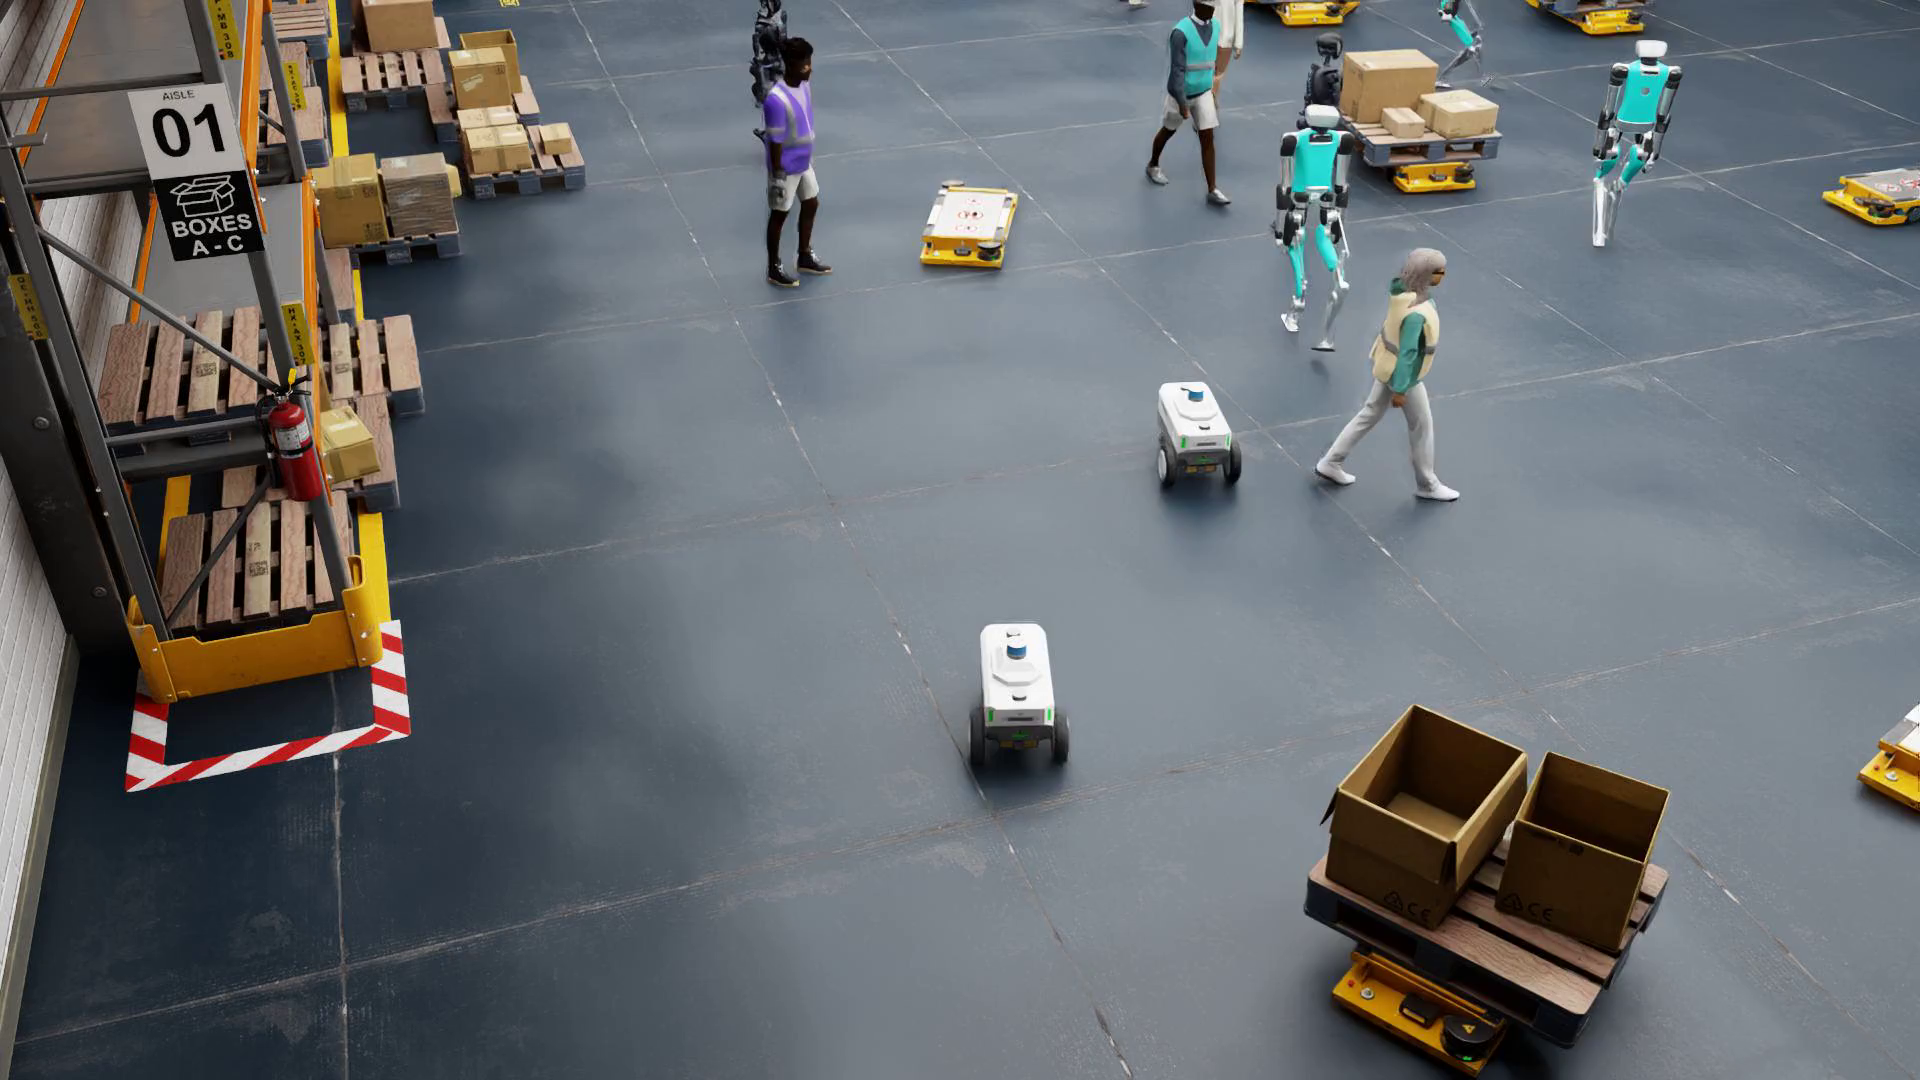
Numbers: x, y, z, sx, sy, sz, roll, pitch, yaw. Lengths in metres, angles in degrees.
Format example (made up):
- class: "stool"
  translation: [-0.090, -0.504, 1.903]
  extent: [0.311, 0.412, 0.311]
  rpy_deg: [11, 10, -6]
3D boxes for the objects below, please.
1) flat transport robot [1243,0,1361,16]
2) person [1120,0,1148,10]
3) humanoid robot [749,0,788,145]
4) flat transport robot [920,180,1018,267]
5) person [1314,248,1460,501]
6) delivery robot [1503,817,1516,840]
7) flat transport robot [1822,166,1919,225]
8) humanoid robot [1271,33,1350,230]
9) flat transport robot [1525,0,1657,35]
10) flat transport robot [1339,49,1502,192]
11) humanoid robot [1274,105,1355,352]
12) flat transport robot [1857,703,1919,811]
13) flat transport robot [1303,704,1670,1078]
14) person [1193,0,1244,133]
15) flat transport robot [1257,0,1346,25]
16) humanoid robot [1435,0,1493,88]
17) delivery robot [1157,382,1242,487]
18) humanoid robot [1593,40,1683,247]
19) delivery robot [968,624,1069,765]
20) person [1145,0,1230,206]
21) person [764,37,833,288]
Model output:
- class: "flat transport robot"
  translation: [3.986, -6.482, 19.800]
  extent: [1.431, 0.231, 0.659]
  rpy_deg: [17, 37, 24]
- class: "person"
  translation: [2.075, -7.083, 19.288]
  extent: [0.456, 1.828, 0.582]
  rpy_deg: [-27, 42, -35]
- class: "humanoid robot"
  translation: [-1.749, -4.222, 15.054]
  extent: [0.518, 1.625, 0.632]
  rpy_deg: [16, 36, 23]
- class: "flat transport robot"
  translation: [0.090, -2.651, 13.924]
  extent: [0.659, 0.231, 1.431]
  rpy_deg: [4, 33, 6]
- class: "person"
  translation: [2.669, -1.014, 10.129]
  extent: [0.885, 1.668, 0.472]
  rpy_deg: [2, 33, 2]
- class: "delivery robot"
  translation: [2.342, 1.381, 7.471]
  extent: [0.773, 0.586, 0.499]
  rpy_deg: [7, 34, 11]
- class: "flat transport robot"
  translation: [8.337, -3.011, 14.476]
  extent: [1.431, 0.231, 0.659]
  rpy_deg: [-10, 34, -15]
- class: "humanoid robot"
  translation: [3.000, -3.376, 13.791]
  extent: [0.791, 1.619, 0.601]
  rpy_deg: [-10, 34, -14]
- class: "flat transport robot"
  translation: [7.248, -6.177, 19.333]
  extent: [0.659, 0.231, 1.431]
  rpy_deg: [-8, 34, -13]
- class: "flat transport robot"
  translation: [4.136, -3.541, 15.289]
  extent: [0.659, 0.231, 1.431]
  rpy_deg: [-6, 34, -8]
- class: "humanoid robot"
  translation: [2.561, -2.089, 11.782]
  extent: [0.545, 1.766, 1.030]
  rpy_deg: [-4, 33, -6]
- class: "flat transport robot"
  translation: [5.159, 1.000, 8.324]
  extent: [1.431, 0.231, 0.659]
  rpy_deg: [-25, 41, -33]
- class: "flat transport robot"
  translation: [2.258, 1.687, 7.270]
  extent: [0.659, 0.231, 1.431]
  rpy_deg: [24, 40, 32]
- class: "person"
  translation: [2.432, -4.765, 15.923]
  extent: [0.536, 1.614, 0.837]
  rpy_deg: [6, 34, 9]
- class: "flat transport robot"
  translation: [3.975, -6.364, 19.619]
  extent: [0.659, 0.231, 1.431]
  rpy_deg: [-4, 33, -6]
- class: "humanoid robot"
  translation: [5.180, -5.394, 16.864]
  extent: [0.839, 1.855, 0.547]
  rpy_deg: [5, 33, 7]
- class: "delivery robot"
  translation: [1.514, -0.688, 10.668]
  extent: [0.523, 0.612, 0.783]
  rpy_deg: [-4, 33, -5]
- class: "humanoid robot"
  translation: [5.342, -3.184, 13.448]
  extent: [0.532, 1.850, 0.741]
  rpy_deg: [4, 33, 6]
- class: "delivery robot"
  translation: [0.283, 0.750, 8.440]
  extent: [0.499, 0.587, 0.769]
  rpy_deg: [-1, 33, -1]
- class: "person"
  translation: [1.999, -3.886, 14.343]
  extent: [0.542, 1.882, 1.058]
  rpy_deg: [-16, 37, -23]
- class: "person"
  translation: [-1.270, -2.898, 12.778]
  extent: [0.507, 1.946, 0.625]
  rpy_deg: [12, 35, 18]
